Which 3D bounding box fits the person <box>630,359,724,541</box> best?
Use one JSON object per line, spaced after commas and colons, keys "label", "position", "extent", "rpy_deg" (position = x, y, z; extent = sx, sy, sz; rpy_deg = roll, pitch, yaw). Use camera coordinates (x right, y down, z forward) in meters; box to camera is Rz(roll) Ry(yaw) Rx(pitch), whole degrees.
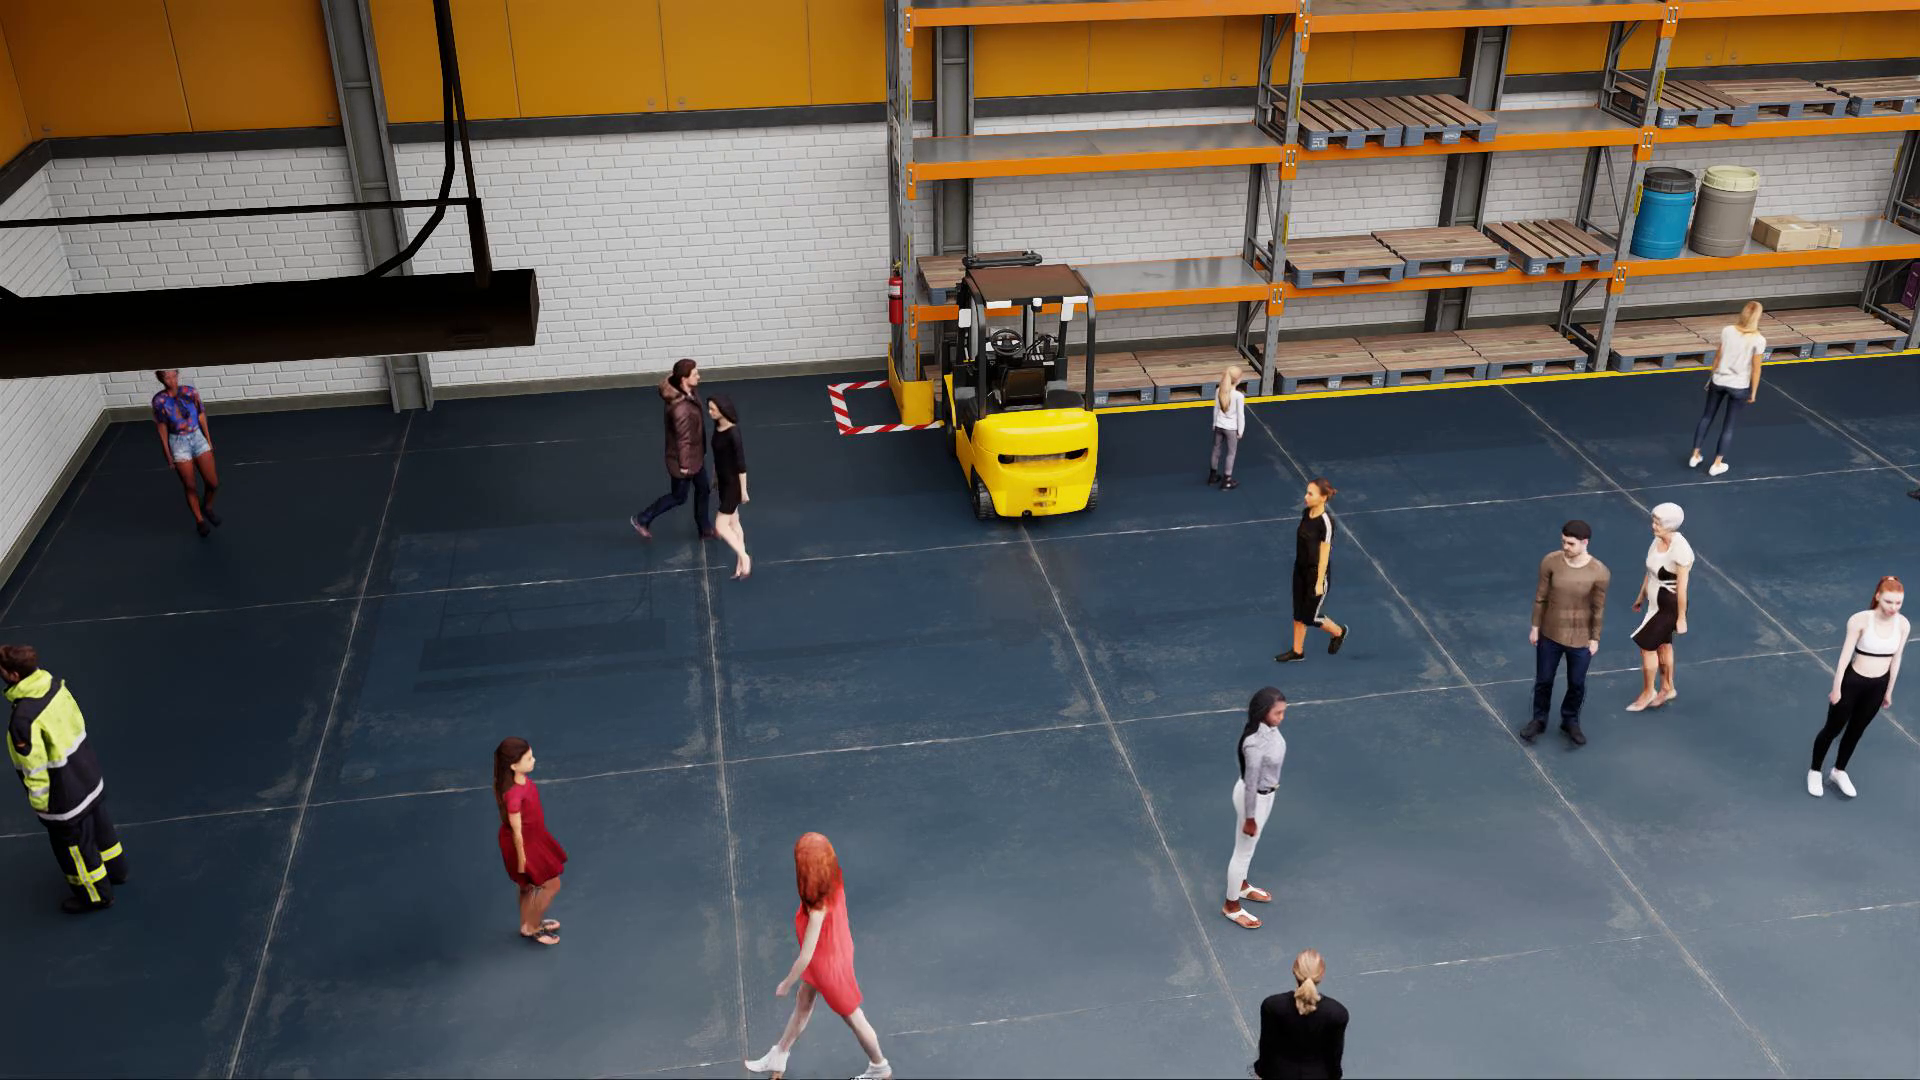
{"label": "person", "position": [-2.581, -0.770, 15.059], "extent": [1.173, 1.809, 0.875], "rpy_deg": [-1, 29, -2]}

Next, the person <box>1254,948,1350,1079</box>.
{"label": "person", "position": [1.742, 2.801, 8.621], "extent": [0.575, 1.706, 0.728], "rpy_deg": [3, 29, 6]}

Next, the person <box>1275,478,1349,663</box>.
{"label": "person", "position": [2.892, 0.257, 13.331], "extent": [0.845, 1.662, 0.653], "rpy_deg": [-8, 30, -15]}

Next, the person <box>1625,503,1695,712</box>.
{"label": "person", "position": [5.503, 0.537, 12.752], "extent": [0.787, 1.724, 0.756], "rpy_deg": [-1, 29, -1]}

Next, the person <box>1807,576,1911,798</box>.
{"label": "person", "position": [6.392, 1.040, 11.813], "extent": [0.527, 1.740, 0.690], "rpy_deg": [1, 29, 2]}

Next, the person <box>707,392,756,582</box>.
{"label": "person", "position": [-1.913, -0.460, 14.514], "extent": [0.663, 1.786, 0.674], "rpy_deg": [-14, 32, -24]}

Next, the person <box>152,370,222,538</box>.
{"label": "person", "position": [-7.130, -0.861, 15.310], "extent": [0.688, 1.729, 0.774], "rpy_deg": [-22, 36, -35]}

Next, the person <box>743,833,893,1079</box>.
{"label": "person", "position": [-0.625, 2.414, 9.250], "extent": [1.133, 1.782, 0.738], "rpy_deg": [1, 29, 2]}

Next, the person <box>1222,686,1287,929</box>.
{"label": "person", "position": [1.892, 1.673, 10.671], "extent": [0.694, 1.723, 0.669], "rpy_deg": [13, 31, 22]}

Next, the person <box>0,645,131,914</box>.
{"label": "person", "position": [-5.790, 1.506, 10.713], "extent": [0.663, 1.976, 0.784], "rpy_deg": [-2, 29, -4]}

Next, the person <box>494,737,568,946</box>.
{"label": "person", "position": [-2.803, 1.900, 10.442], "extent": [0.644, 1.543, 0.582], "rpy_deg": [-8, 30, -15]}

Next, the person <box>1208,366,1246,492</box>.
{"label": "person", "position": [2.593, -1.098, 16.215], "extent": [0.586, 1.277, 0.637], "rpy_deg": [23, 36, 36]}

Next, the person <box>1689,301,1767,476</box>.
{"label": "person", "position": [7.580, -1.497, 16.393], "extent": [0.695, 1.808, 0.719], "rpy_deg": [25, 37, 38]}

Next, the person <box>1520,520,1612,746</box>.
{"label": "person", "position": [4.533, 0.678, 12.332], "extent": [0.814, 1.879, 0.889], "rpy_deg": [12, 31, 20]}
